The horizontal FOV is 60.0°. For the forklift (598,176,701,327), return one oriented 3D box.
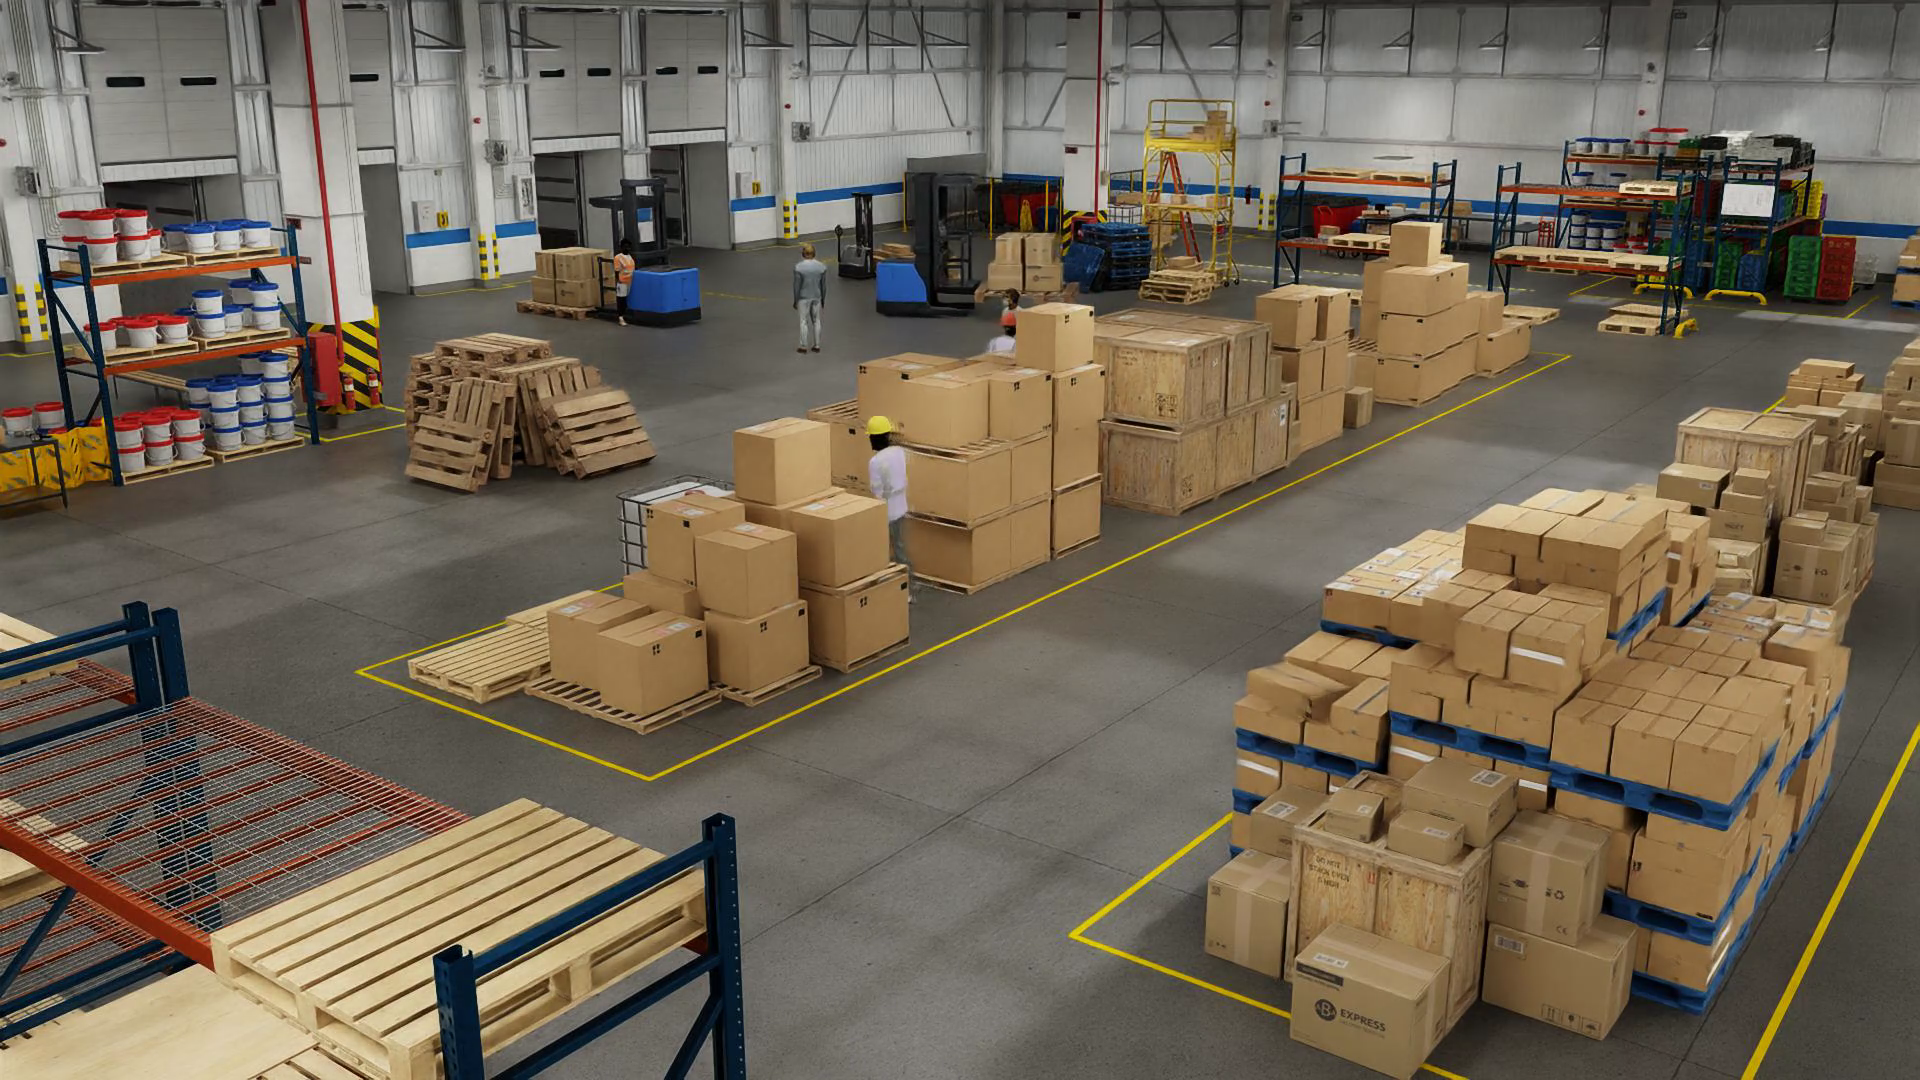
[{"bbox_3d":[-6.138,-5.705,32.666,1.873,2.768,1.129,12,21,35],"label":"forklift"}]

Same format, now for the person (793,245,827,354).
[{"bbox_3d":[-2.670,-4.277,29.572,0.636,1.928,0.390,-10,19,-30],"label":"person"}]

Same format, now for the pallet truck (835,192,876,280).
[{"bbox_3d":[-1.936,-7.159,38.982,1.885,1.965,0.823,-12,21,-34],"label":"pallet truck"}]

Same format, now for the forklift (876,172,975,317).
[{"bbox_3d":[-0.709,-5.984,33.588,1.873,2.768,1.129,3,17,9],"label":"forklift"}]

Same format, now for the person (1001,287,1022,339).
[{"bbox_3d":[0.754,-2.748,24.484,0.388,1.937,0.641,-8,18,-24],"label":"person"}]

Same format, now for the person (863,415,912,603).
[{"bbox_3d":[-0.774,-0.299,16.439,0.704,1.901,0.614,11,20,32],"label":"person"}]

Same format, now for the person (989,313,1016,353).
[{"bbox_3d":[0.642,-2.111,22.453,0.563,1.892,0.978,12,20,34],"label":"person"}]

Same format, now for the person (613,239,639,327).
[{"bbox_3d":[-6.505,-5.026,32.440,0.319,1.692,0.533,13,21,37],"label":"person"}]
